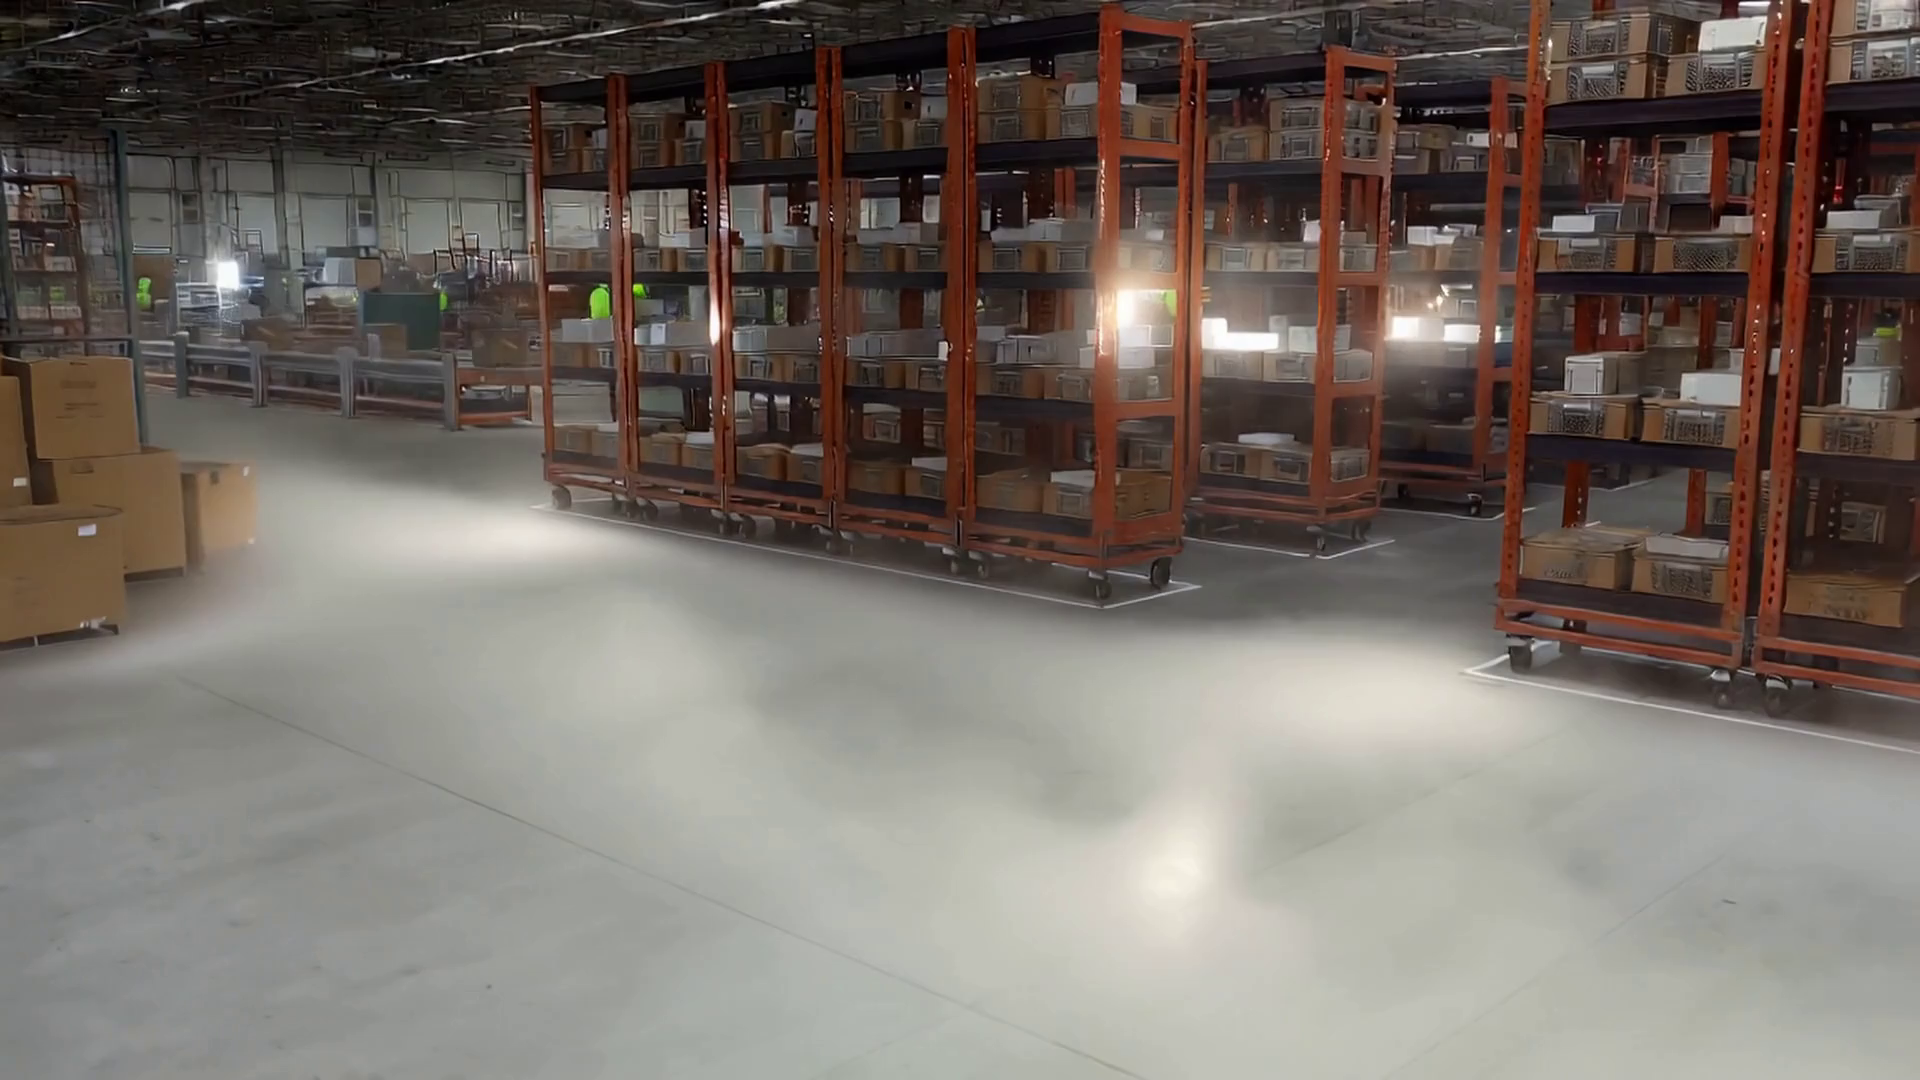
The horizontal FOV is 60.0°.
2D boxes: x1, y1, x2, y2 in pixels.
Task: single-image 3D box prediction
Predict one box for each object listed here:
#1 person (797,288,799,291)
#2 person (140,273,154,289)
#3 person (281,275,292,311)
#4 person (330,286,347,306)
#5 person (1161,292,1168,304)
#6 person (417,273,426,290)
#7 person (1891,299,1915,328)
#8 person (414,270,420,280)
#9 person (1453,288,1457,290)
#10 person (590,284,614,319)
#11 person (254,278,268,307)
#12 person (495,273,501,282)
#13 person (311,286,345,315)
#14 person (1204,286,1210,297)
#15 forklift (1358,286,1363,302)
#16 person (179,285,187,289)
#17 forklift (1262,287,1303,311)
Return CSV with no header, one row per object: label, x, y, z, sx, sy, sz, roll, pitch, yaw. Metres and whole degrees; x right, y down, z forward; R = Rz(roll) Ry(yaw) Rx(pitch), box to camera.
person,-6.512,-9.541,66.369,0.858,1.592,0.532,-7,12,-38
person,-34.817,-10.478,71.236,0.573,1.883,0.355,-2,9,-12
person,-23.808,-8.464,58.974,0.463,1.859,0.506,-3,10,-15
person,-18.533,-6.949,49.508,0.548,1.925,0.396,0,9,-3
person,6.703,-7.484,53.726,0.769,1.594,0.519,-6,11,-34
person,-20.118,-8.969,61.836,0.845,1.936,0.633,-8,12,-42
person,11.641,-2.204,20.305,0.631,1.959,0.963,4,10,23
person,-28.555,-13.234,87.656,0.536,2.000,0.678,-4,10,-25
person,17.763,-8.526,59.987,0.895,1.640,0.541,2,10,13
person,-7.054,-4.237,32.945,0.407,1.901,0.674,-6,11,-33
person,-26.660,-9.131,63.487,0.532,1.711,0.483,-9,13,-43
person,-25.123,-13.613,90.447,1.012,1.896,0.647,0,9,0
person,-12.396,-4.262,32.640,0.608,2.044,0.377,-5,11,-29
person,8.191,-7.637,54.571,0.500,1.636,0.282,6,11,32
forklift,11.100,-7.017,46.970,1.873,2.768,1.129,9,13,43
person,-39.283,-12.516,83.942,0.529,1.829,0.913,-1,9,-5
forklift,10.769,-8.203,54.240,1.129,2.768,1.873,8,12,42
